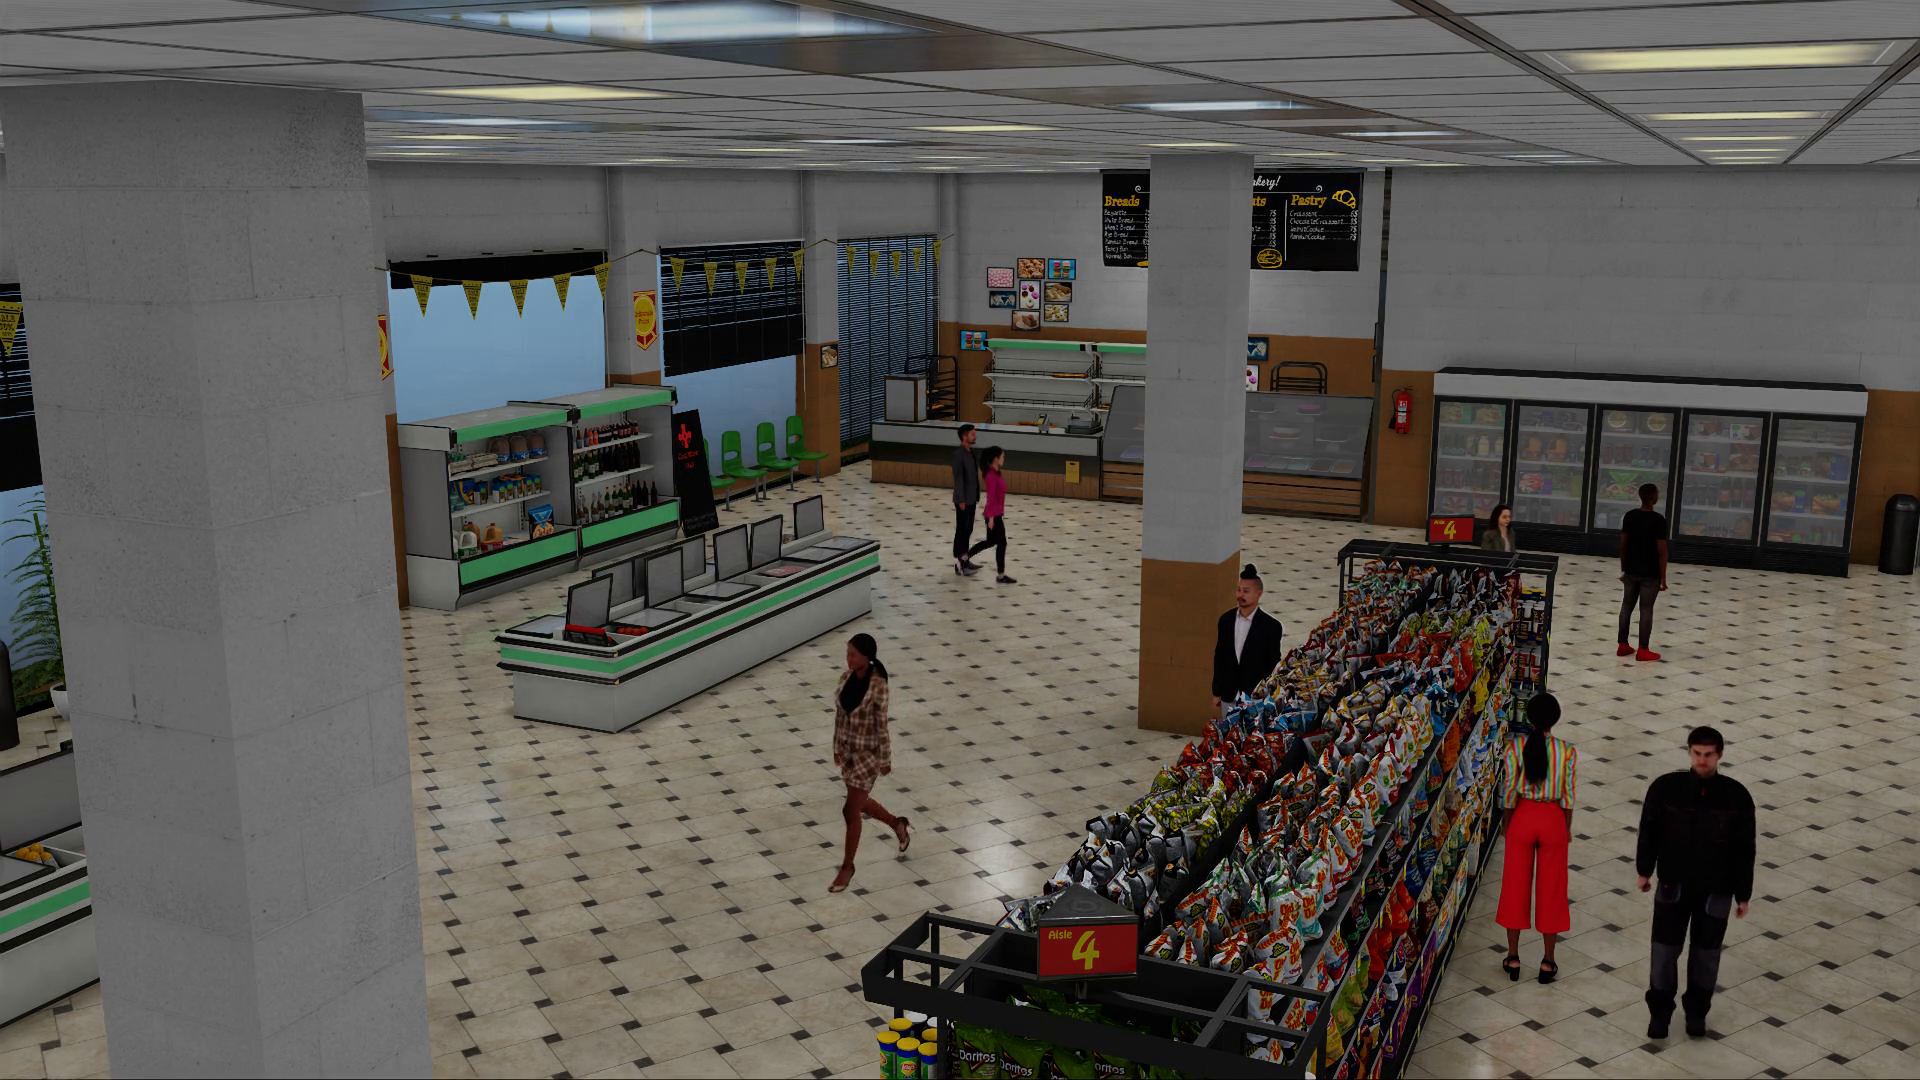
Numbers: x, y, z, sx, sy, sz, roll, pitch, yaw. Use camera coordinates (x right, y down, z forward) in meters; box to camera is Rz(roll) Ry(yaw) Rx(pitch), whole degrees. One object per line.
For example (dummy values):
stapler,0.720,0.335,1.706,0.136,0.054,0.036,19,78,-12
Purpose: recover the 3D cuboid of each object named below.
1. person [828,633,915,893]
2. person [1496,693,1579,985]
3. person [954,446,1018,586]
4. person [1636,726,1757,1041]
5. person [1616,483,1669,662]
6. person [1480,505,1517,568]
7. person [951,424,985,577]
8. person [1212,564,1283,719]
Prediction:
person,-0.618,1.492,11.379,0.824,1.764,1.127,11,16,43
person,3.452,1.776,9.963,0.625,1.792,0.563,4,12,18
person,0.306,-0.279,20.004,0.891,1.675,1.015,1,12,5
person,4.132,1.895,9.335,0.756,1.818,0.699,4,13,19
person,6.916,0.314,16.874,0.703,1.805,0.721,-9,15,-35
person,5.644,0.358,17.468,0.635,1.473,0.698,-5,13,-20
person,0.069,-0.516,20.652,0.782,1.873,0.597,3,12,15
person,2.183,1.137,12.613,0.766,1.949,0.688,10,15,39
